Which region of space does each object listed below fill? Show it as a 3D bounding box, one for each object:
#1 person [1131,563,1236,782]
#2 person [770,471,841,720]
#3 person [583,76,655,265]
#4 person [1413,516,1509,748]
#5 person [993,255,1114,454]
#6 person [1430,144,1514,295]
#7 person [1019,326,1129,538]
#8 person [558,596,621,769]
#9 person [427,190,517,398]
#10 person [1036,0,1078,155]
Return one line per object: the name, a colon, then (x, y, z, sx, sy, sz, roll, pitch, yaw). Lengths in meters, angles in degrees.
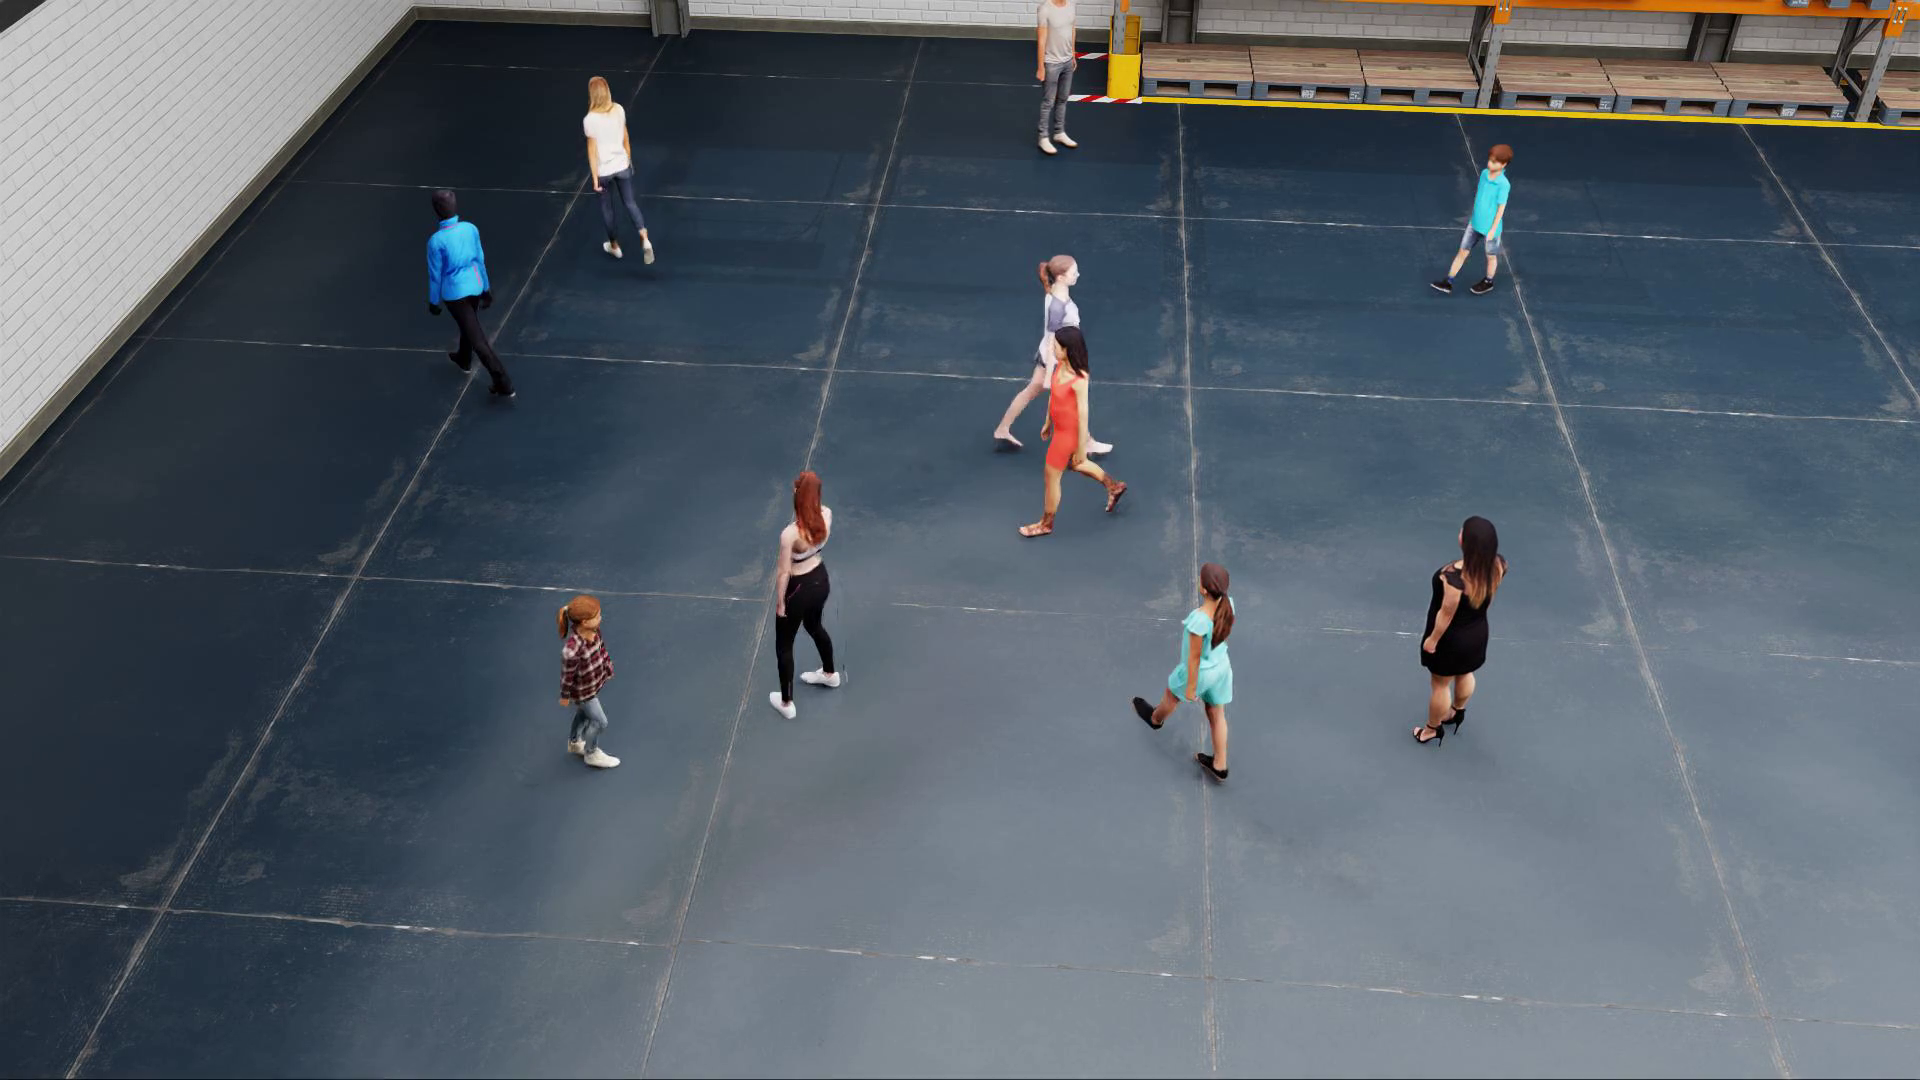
person: (1.523, 0.825, 10.001, 0.998, 1.518, 1.033, -26, 45, -29)
person: (-0.902, 0.319, 10.463, 0.805, 1.732, 0.810, 19, 42, 22)
person: (-3.063, -3.271, 14.908, 1.010, 1.794, 1.046, -26, 45, -29)
person: (3.052, 0.575, 10.154, 0.742, 1.718, 0.822, -22, 44, -25)
person: (0.640, -1.367, 12.583, 1.184, 1.721, 0.682, -1, 39, -1)
person: (4.690, -2.813, 14.629, 0.948, 1.427, 0.817, -19, 42, -22)
person: (0.847, -0.788, 11.875, 1.158, 1.700, 0.846, -10, 40, -12)
person: (-2.352, 0.870, 10.134, 0.603, 1.281, 0.554, 12, 40, 14)
person: (-3.889, -1.907, 13.233, 1.243, 1.753, 1.046, 26, 45, 29)
person: (0.967, -4.861, 16.823, 0.749, 1.889, 0.794, -30, 48, -32)
